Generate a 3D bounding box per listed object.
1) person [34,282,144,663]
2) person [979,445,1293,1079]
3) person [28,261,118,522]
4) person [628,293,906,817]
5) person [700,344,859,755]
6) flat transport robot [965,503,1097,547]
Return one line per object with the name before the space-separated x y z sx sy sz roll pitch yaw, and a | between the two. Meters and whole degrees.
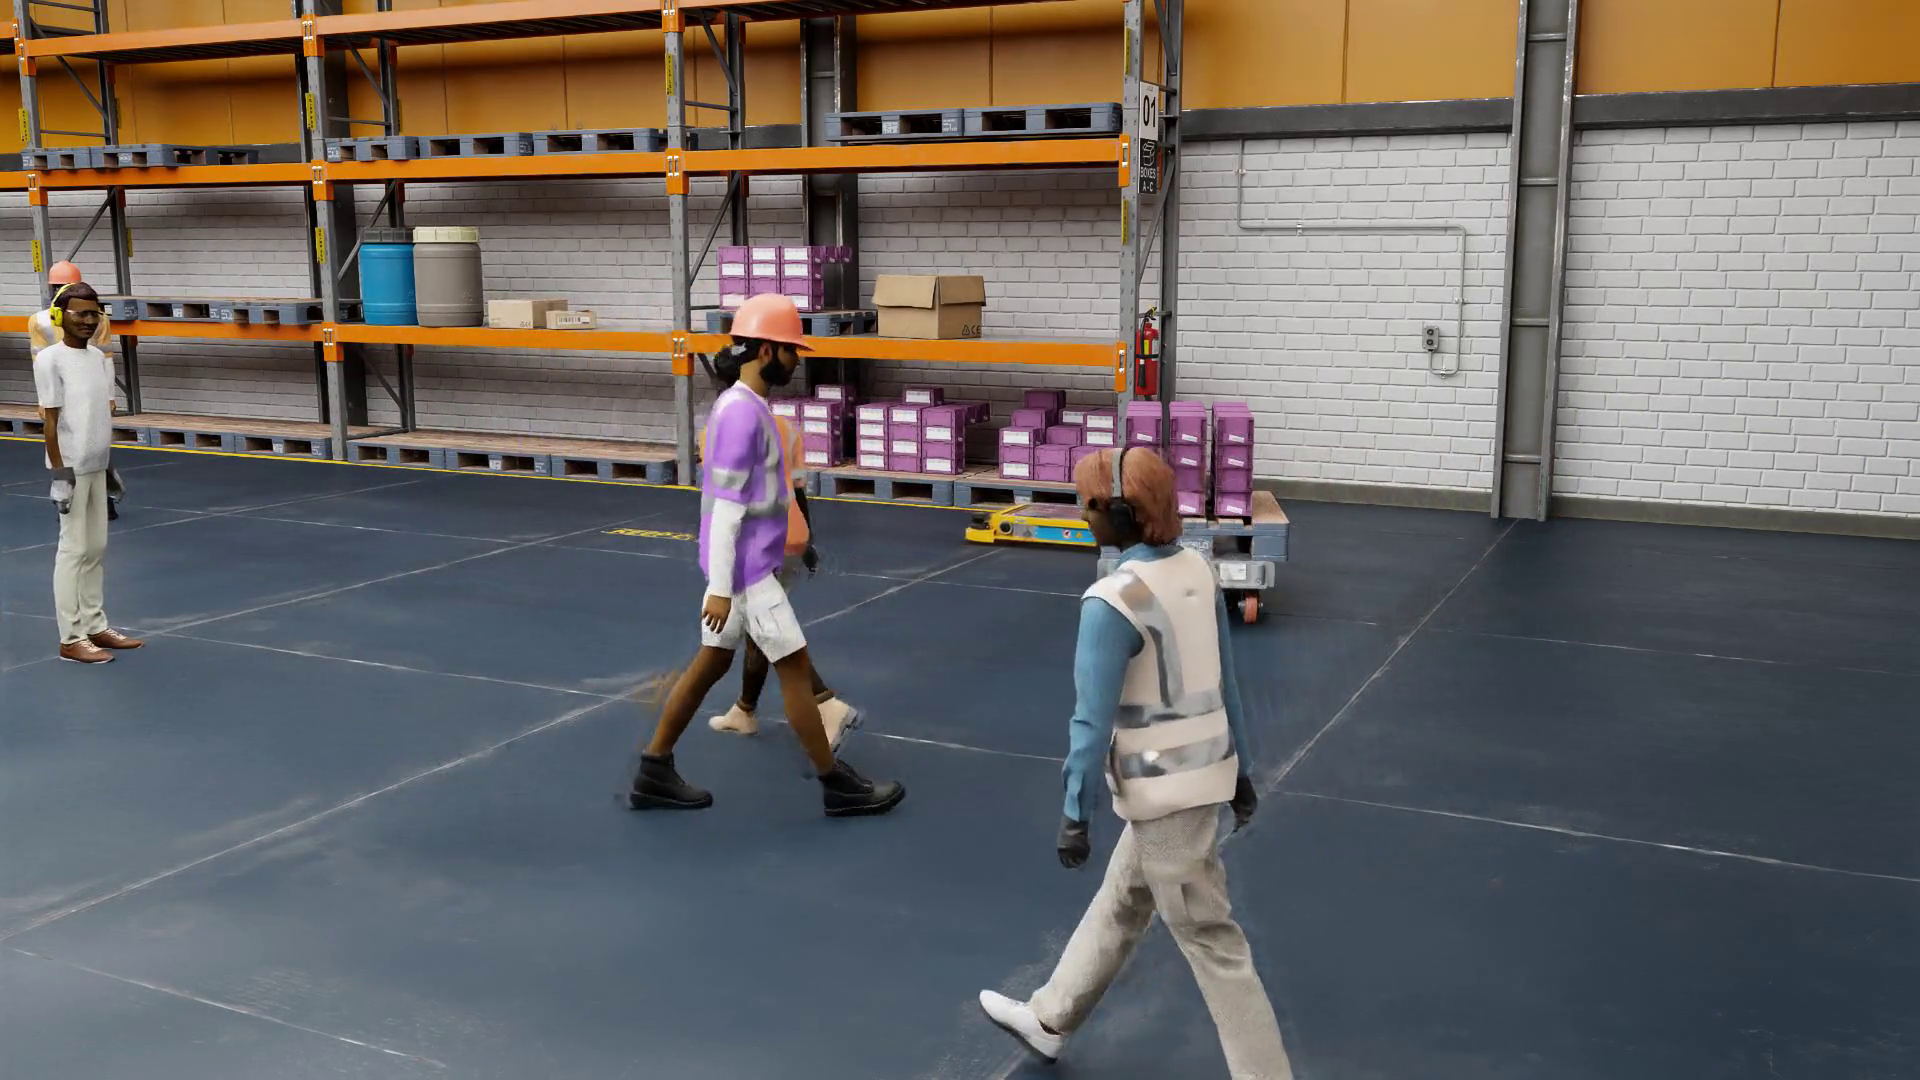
person | -4.325 -0.335 8.236 0.331 1.866 0.513 0 10 2
person | 0.418 0.574 3.807 0.917 1.575 0.527 6 12 31
person | -6.546 -1.083 12.309 0.545 1.938 0.355 -7 12 -36
person | -0.747 0.071 5.908 1.004 1.874 0.568 -1 10 -7
person | -0.718 0.048 6.652 0.813 1.657 0.547 6 12 32
flat transport robot | 0.820 -0.093 11.406 1.431 0.197 0.652 4 11 24
